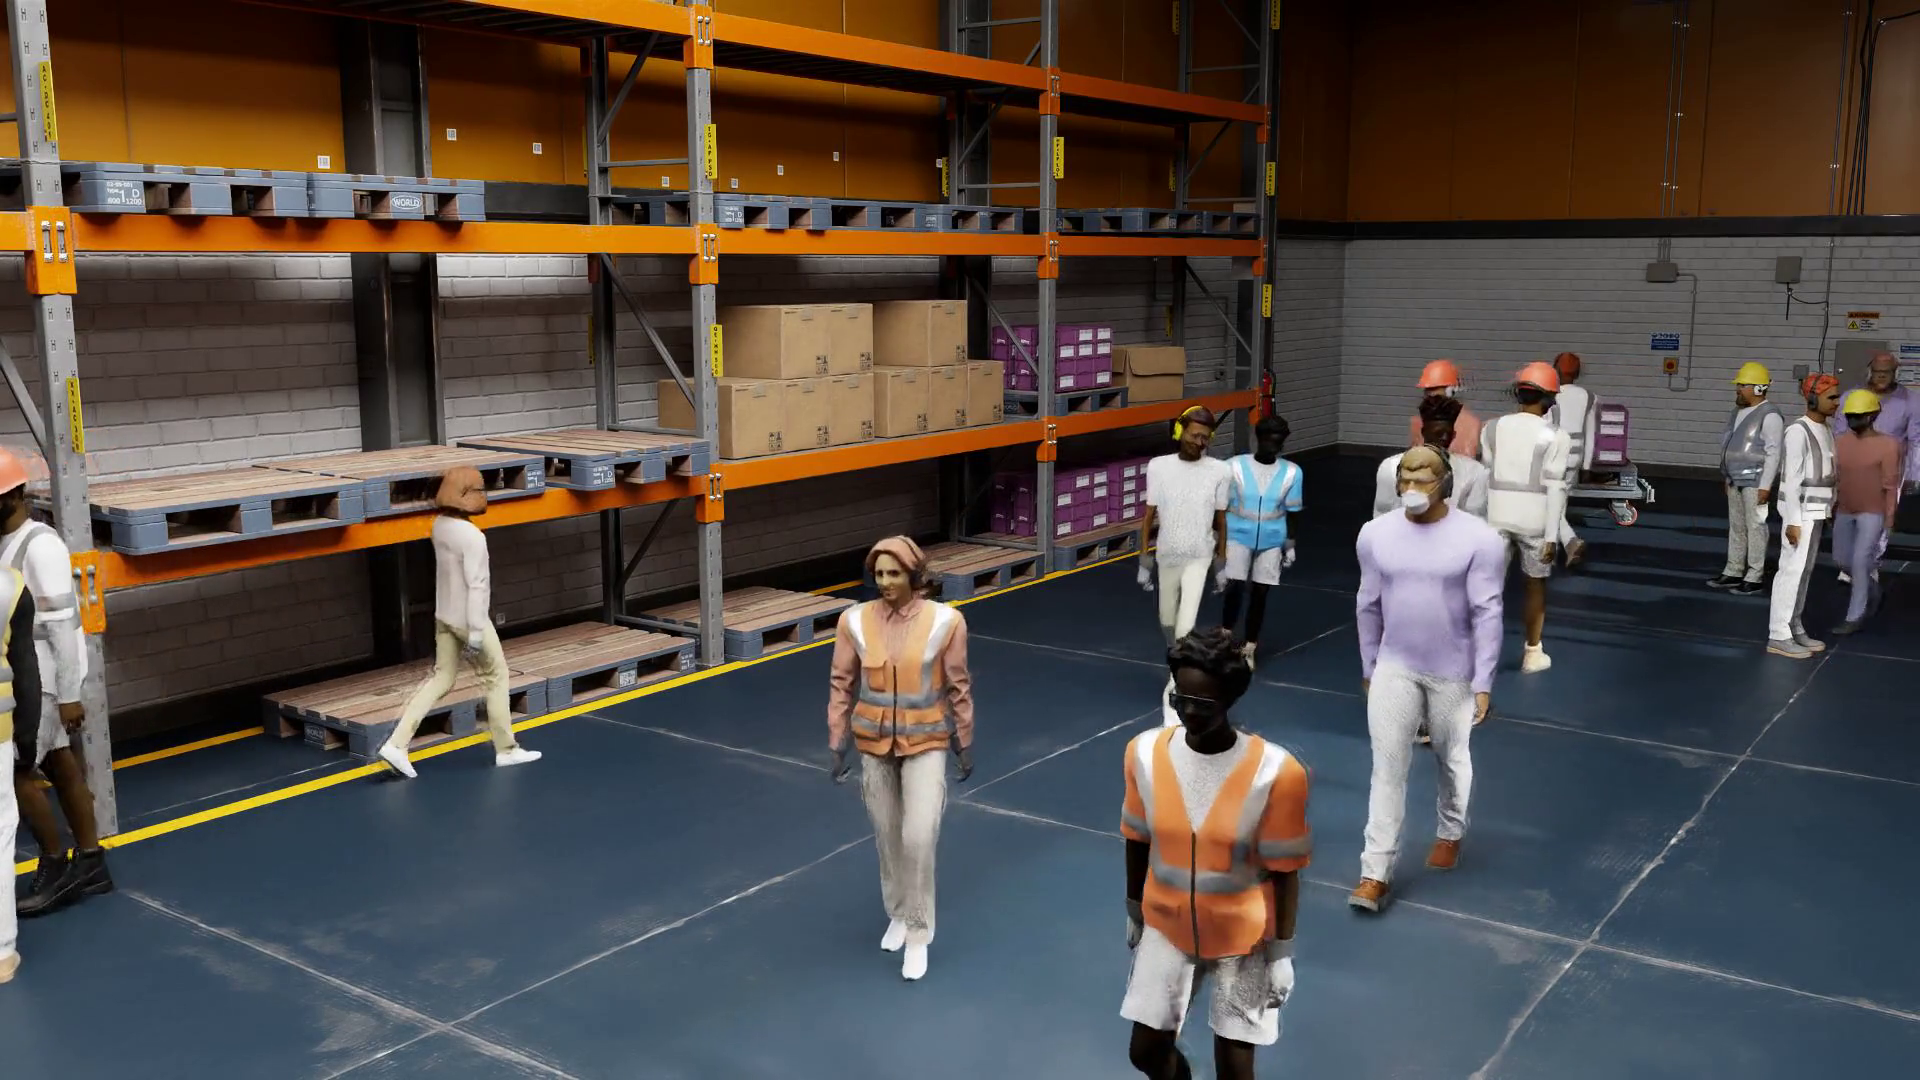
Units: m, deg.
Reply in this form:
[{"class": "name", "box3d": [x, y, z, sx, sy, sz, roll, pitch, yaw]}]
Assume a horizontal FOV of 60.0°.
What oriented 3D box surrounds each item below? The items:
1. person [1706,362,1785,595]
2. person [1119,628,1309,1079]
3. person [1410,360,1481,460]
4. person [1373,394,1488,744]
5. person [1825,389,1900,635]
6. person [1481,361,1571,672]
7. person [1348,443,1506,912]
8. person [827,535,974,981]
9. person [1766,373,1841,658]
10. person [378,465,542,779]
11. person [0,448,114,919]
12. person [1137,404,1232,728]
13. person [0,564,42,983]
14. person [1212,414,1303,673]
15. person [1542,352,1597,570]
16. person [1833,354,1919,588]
[{"class": "person", "box3d": [6.221, -0.485, 13.142, 0.404, 1.834, 0.592, -1, 10, -4]}, {"class": "person", "box3d": [0.661, 1.053, 4.436, 0.543, 1.683, 0.367, 5, 11, 28]}, {"class": "person", "box3d": [3.285, -0.263, 11.500, 1.026, 1.938, 0.610, -7, 12, -36]}, {"class": "person", "box3d": [2.618, 0.124, 9.310, 0.614, 1.907, 1.024, 0, 10, 1]}, {"class": "person", "box3d": [6.412, -0.209, 11.771, 0.598, 1.741, 0.561, -4, 10, -24]}, {"class": "person", "box3d": [3.443, -0.105, 10.397, 0.936, 2.012, 0.609, -9, 13, -44]}, {"class": "person", "box3d": [1.923, 0.540, 6.891, 0.644, 1.888, 1.021, 6, 11, 31]}, {"class": "person", "box3d": [-0.241, 0.800, 6.147, 0.536, 1.611, 0.674, 2, 10, 12]}, {"class": "person", "box3d": [5.641, -0.166, 11.091, 0.337, 1.882, 0.584, 9, 13, 43]}, {"class": "person", "box3d": [-2.575, 0.416, 8.455, 0.496, 1.605, 0.776, 9, 13, 43]}, {"class": "person", "box3d": [-3.741, 0.566, 6.662, 0.594, 1.902, 0.575, 9, 13, 43]}, {"class": "person", "box3d": [1.311, 0.106, 9.671, 0.517, 1.829, 0.899, 3, 10, 15]}, {"class": "person", "box3d": [-3.643, 0.721, 5.970, 0.632, 1.840, 0.429, -7, 12, -35]}, {"class": "person", "box3d": [1.871, 0.026, 10.563, 0.597, 1.665, 0.391, 1, 10, 3]}, {"class": "person", "box3d": [5.133, -0.663, 14.124, 0.587, 1.862, 0.741, -2, 10, -14]}, {"class": "person", "box3d": [7.297, -0.531, 13.273, 0.673, 1.872, 0.878, 5, 11, 29]}]
